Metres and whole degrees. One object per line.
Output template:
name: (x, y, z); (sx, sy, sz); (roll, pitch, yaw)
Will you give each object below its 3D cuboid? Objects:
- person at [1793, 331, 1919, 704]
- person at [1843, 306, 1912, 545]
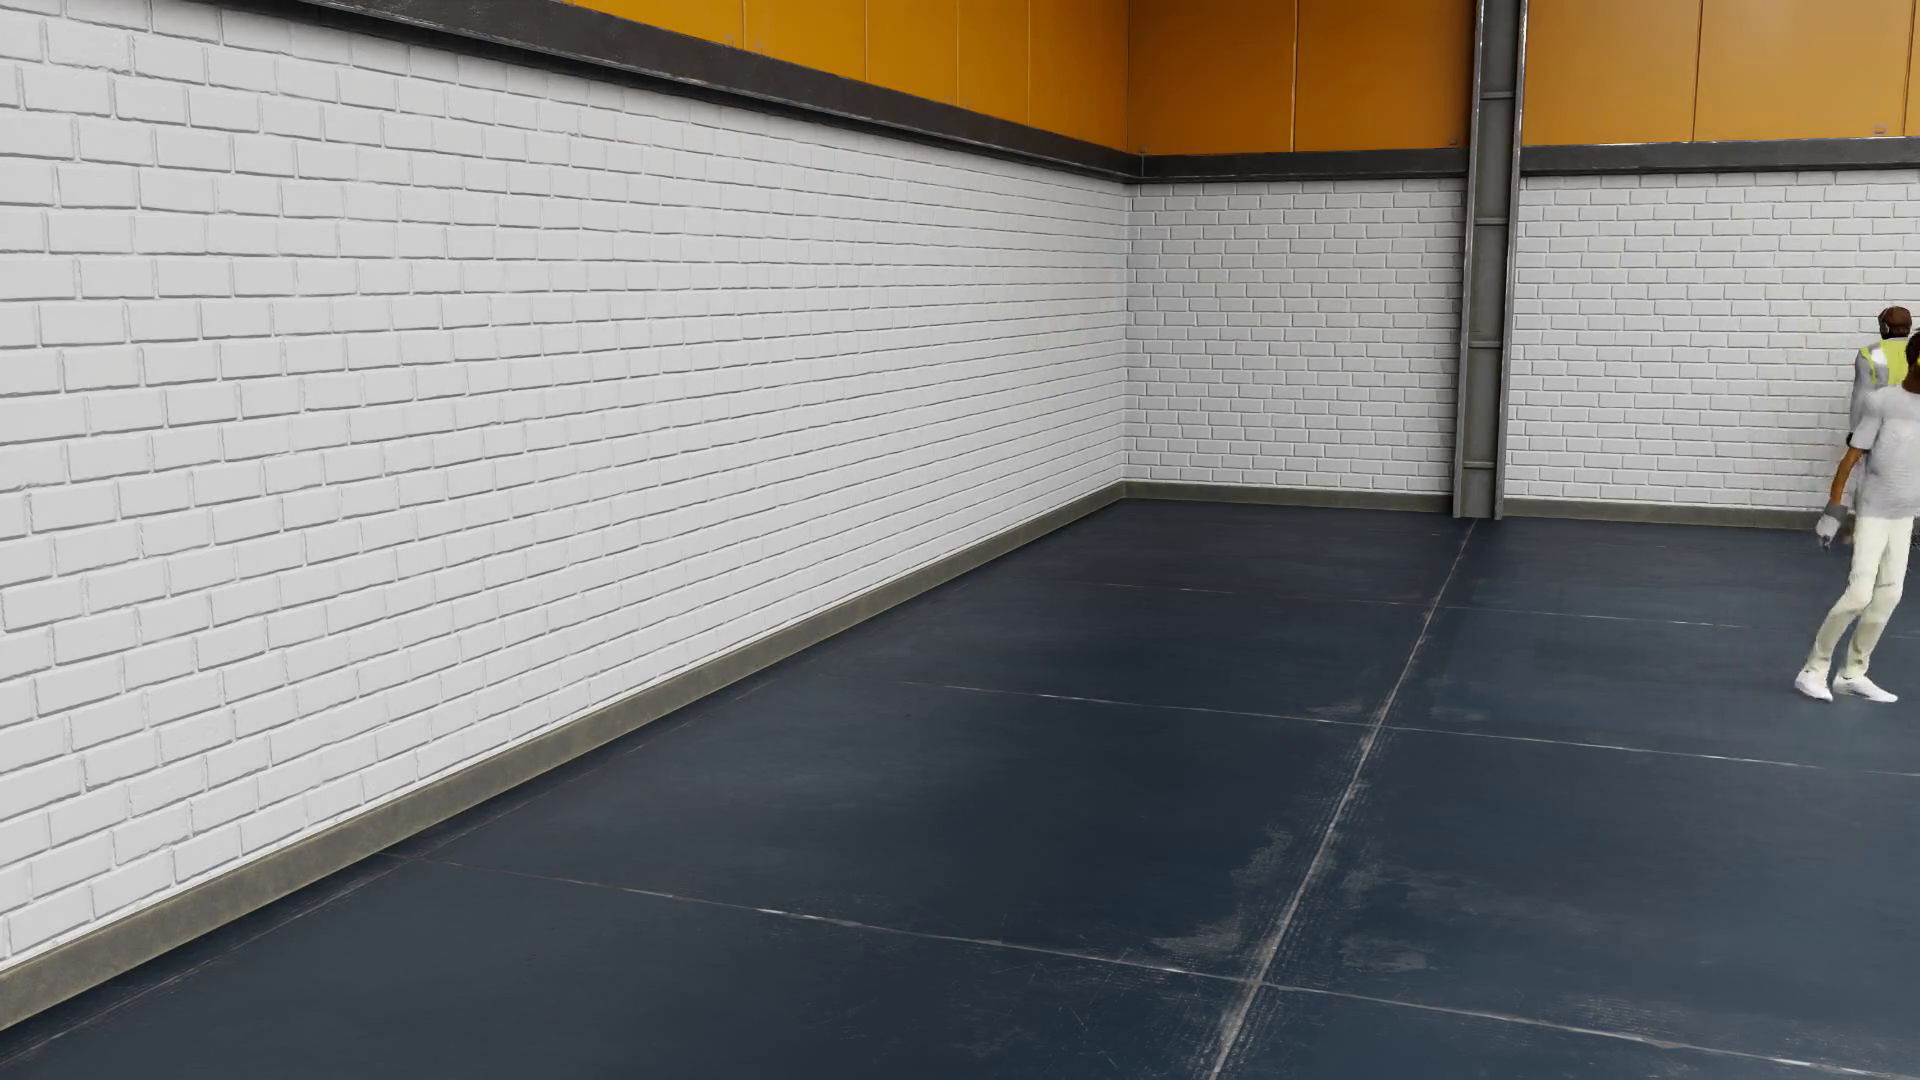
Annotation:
person: (4.453, -0.108, 7.994); (0.570, 1.830, 0.459); (-3, 10, -20)
person: (7.036, -0.850, 12.624); (0.627, 1.843, 0.429); (0, 9, -1)
